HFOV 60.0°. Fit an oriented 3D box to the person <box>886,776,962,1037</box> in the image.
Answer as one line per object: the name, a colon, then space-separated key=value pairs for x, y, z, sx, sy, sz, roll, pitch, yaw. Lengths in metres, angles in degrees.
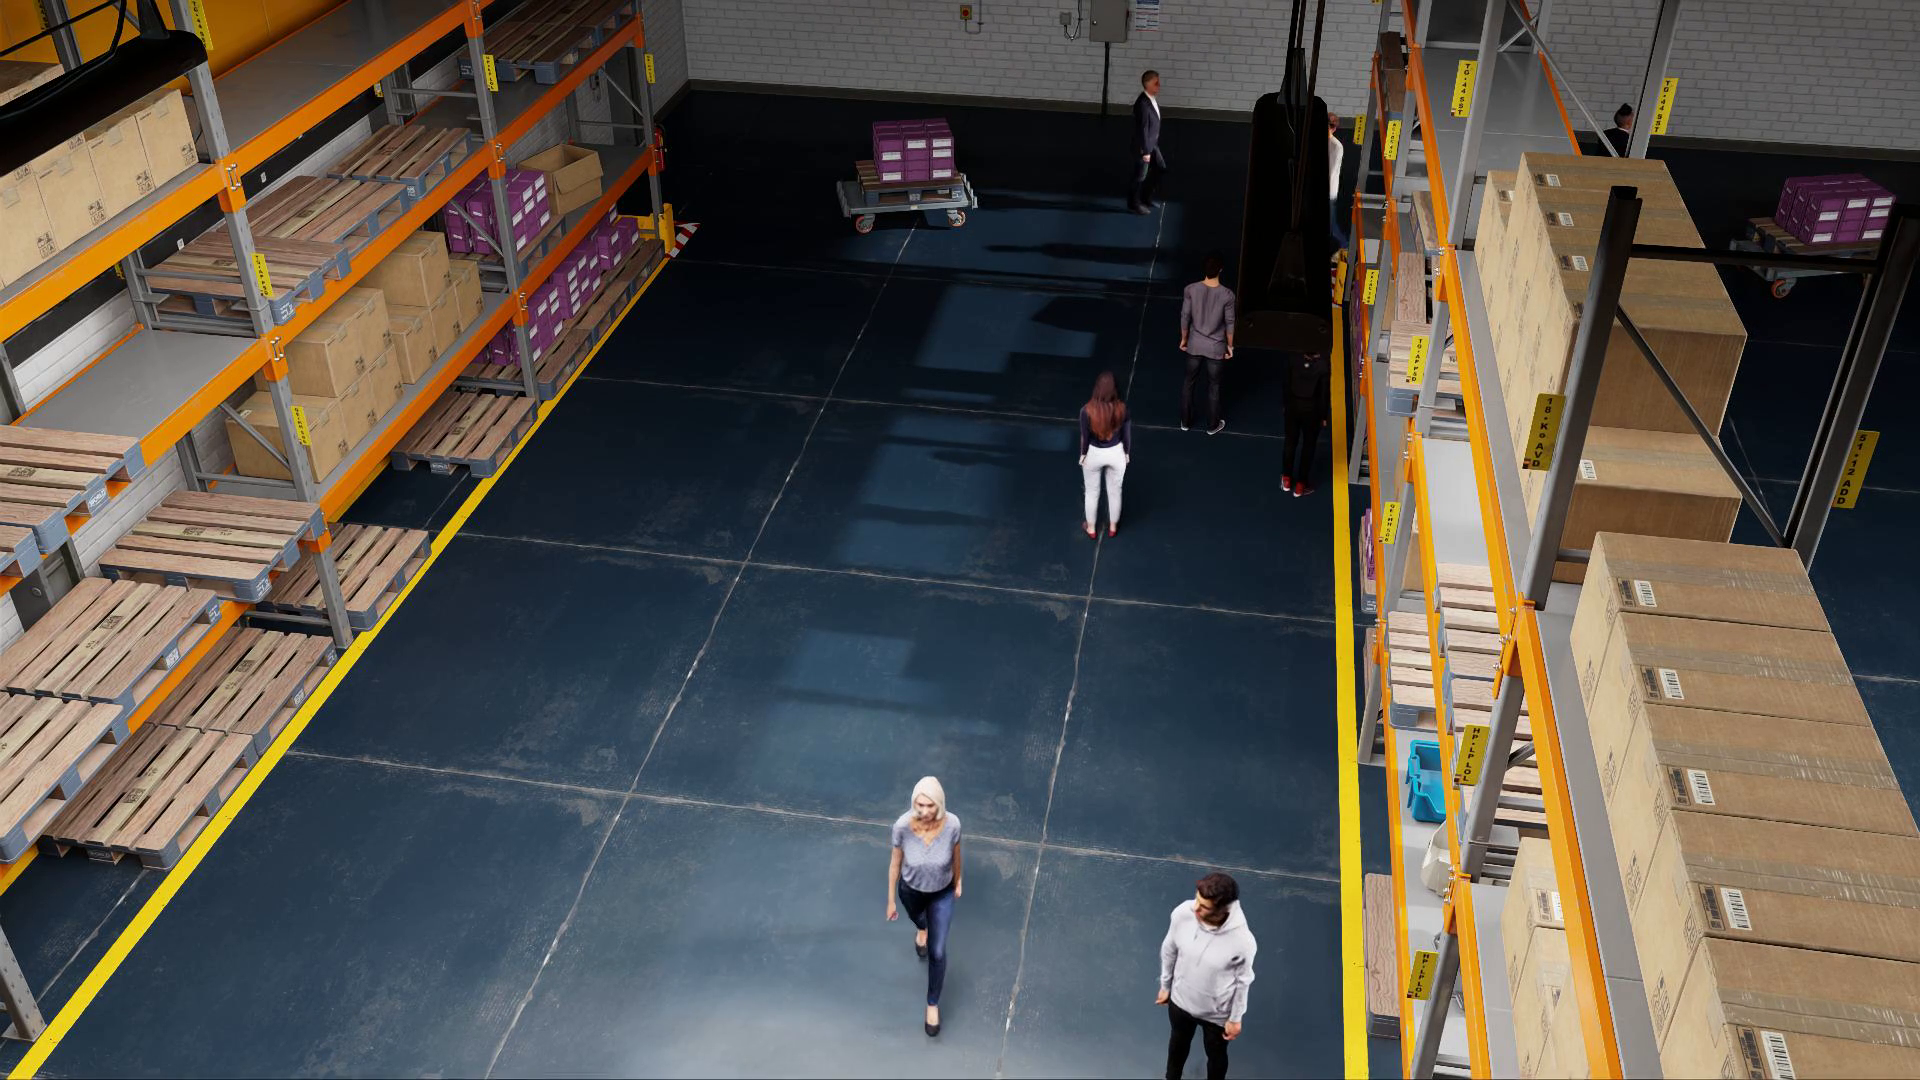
person: x=-0.211 y=2.061 z=10.121 sx=0.712 sy=1.680 sz=1.149 roll=1 pitch=34 yaw=1

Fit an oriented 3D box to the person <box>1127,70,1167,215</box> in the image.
person: x=2.209 y=-4.906 z=20.494 sx=0.844 sy=1.801 sz=0.682 roll=13 pitch=36 yaw=19

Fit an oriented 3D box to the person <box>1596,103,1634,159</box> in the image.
person: x=7.463 y=-4.084 z=19.123 sx=0.856 sy=1.951 sz=0.760 roll=-16 pitch=37 yaw=-22

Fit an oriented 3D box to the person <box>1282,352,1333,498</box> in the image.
person: x=3.102 y=-1.174 z=15.004 sx=0.694 sy=1.663 sz=0.683 roll=14 pitch=36 yaw=19

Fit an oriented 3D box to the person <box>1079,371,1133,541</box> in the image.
person: x=1.245 y=-0.733 z=14.391 sx=0.644 sy=1.608 sz=0.591 roll=-1 pitch=34 yaw=-2

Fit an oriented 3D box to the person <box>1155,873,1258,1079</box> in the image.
person: x=1.357 y=2.552 z=9.234 sx=0.753 sy=1.845 sz=0.723 roll=19 pitch=38 yaw=27

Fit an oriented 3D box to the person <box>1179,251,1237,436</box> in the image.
person: x=2.357 y=-1.885 z=15.903 sx=0.722 sy=1.852 sz=0.610 roll=13 pitch=36 yaw=18
